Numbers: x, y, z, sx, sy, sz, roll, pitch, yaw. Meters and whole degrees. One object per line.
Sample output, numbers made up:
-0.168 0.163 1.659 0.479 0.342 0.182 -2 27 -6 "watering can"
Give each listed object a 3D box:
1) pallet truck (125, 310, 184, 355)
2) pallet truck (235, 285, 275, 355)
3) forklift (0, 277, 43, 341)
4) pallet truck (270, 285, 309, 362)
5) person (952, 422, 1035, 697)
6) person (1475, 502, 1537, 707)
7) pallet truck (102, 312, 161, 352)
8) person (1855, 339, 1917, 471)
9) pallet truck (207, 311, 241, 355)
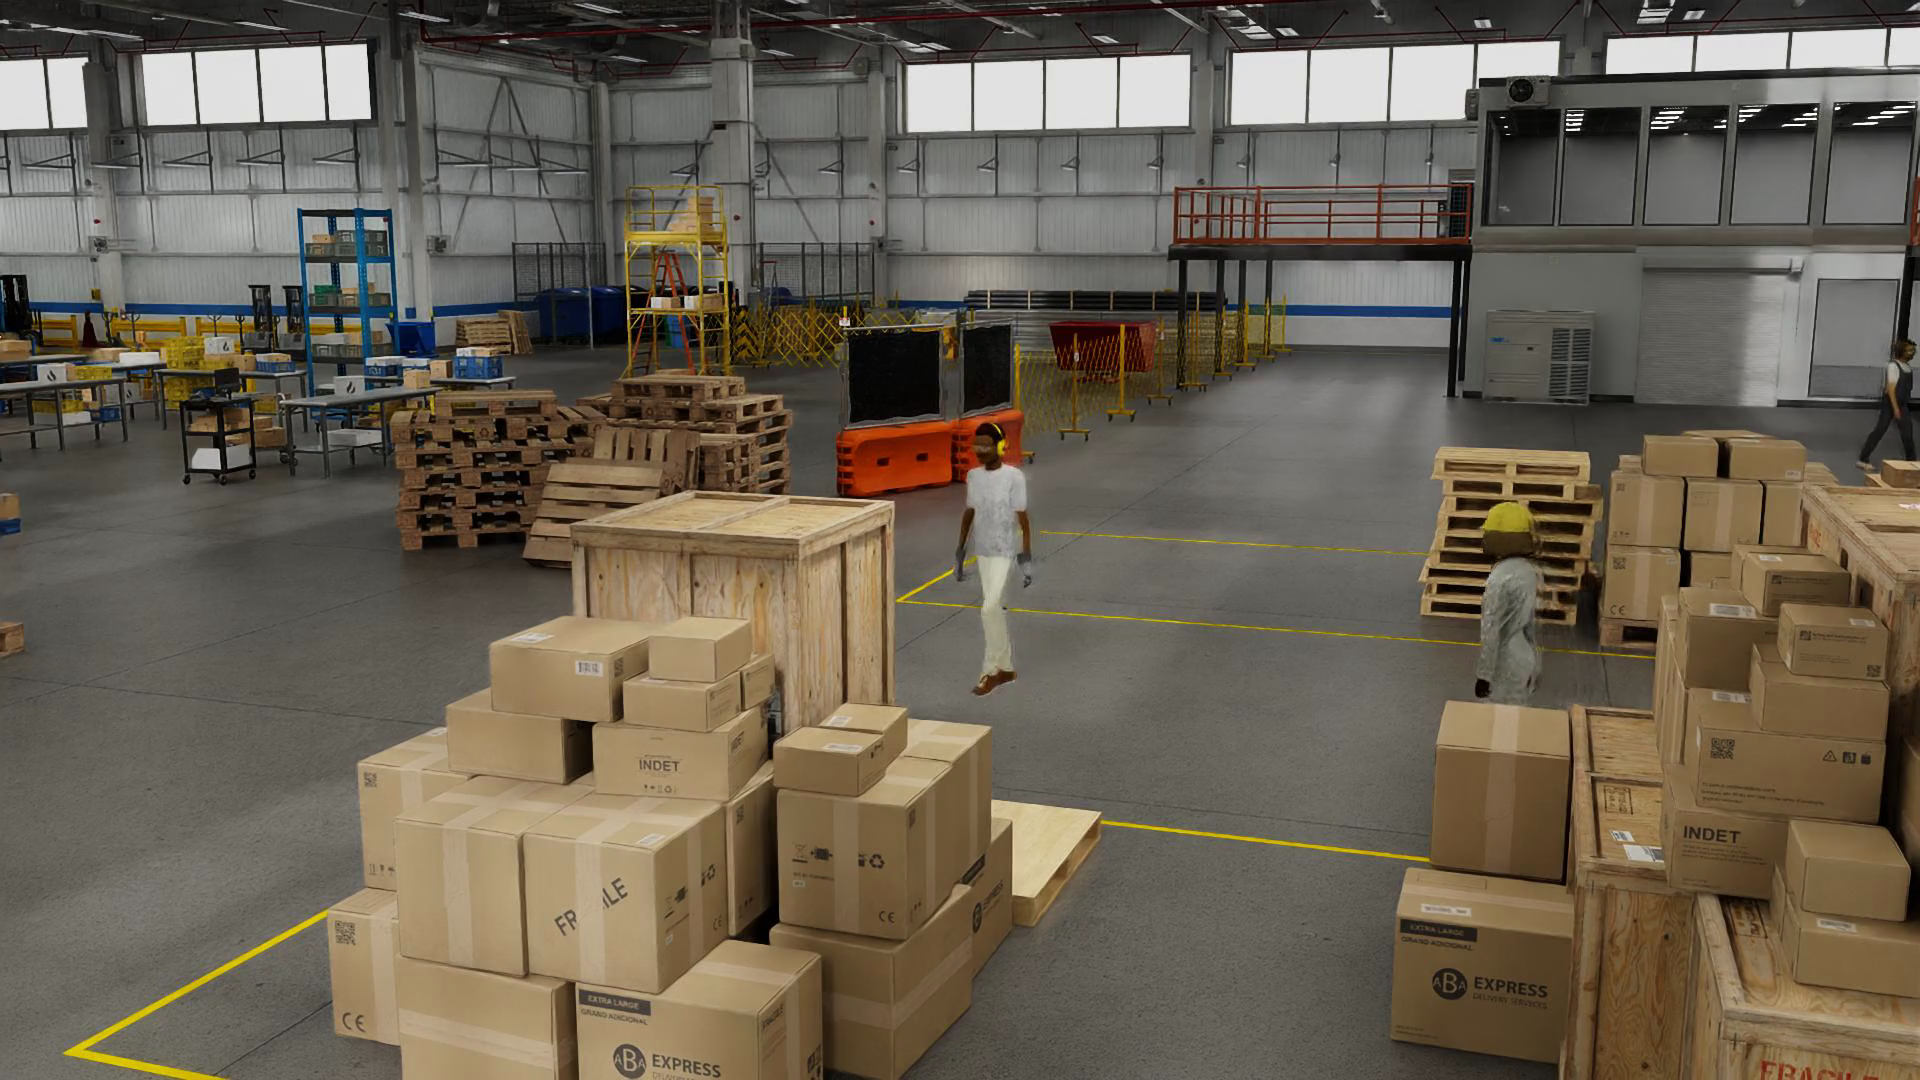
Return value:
-22.038 -5.665 45.457 0.704 1.261 1.522 3 11 17 "pallet truck"
-18.327 -5.835 44.421 0.823 1.965 1.885 4 11 23 "pallet truck"
-27.151 -6.329 46.328 1.157 1.987 2.680 3 11 17 "forklift"
-17.147 -5.700 43.663 0.823 1.965 1.885 3 11 17 "pallet truck"
0.165 0.131 11.235 0.571 1.844 0.705 9 14 42 "person"
2.908 0.662 8.621 0.725 1.717 0.485 7 12 33 "person"
-23.057 -5.777 46.261 0.680 1.201 1.601 3 11 19 "pallet truck"
12.411 -1.762 22.077 0.508 1.801 0.985 -5 11 -26 "person"
-19.537 -5.575 44.913 0.653 1.274 1.630 3 11 19 "pallet truck"
